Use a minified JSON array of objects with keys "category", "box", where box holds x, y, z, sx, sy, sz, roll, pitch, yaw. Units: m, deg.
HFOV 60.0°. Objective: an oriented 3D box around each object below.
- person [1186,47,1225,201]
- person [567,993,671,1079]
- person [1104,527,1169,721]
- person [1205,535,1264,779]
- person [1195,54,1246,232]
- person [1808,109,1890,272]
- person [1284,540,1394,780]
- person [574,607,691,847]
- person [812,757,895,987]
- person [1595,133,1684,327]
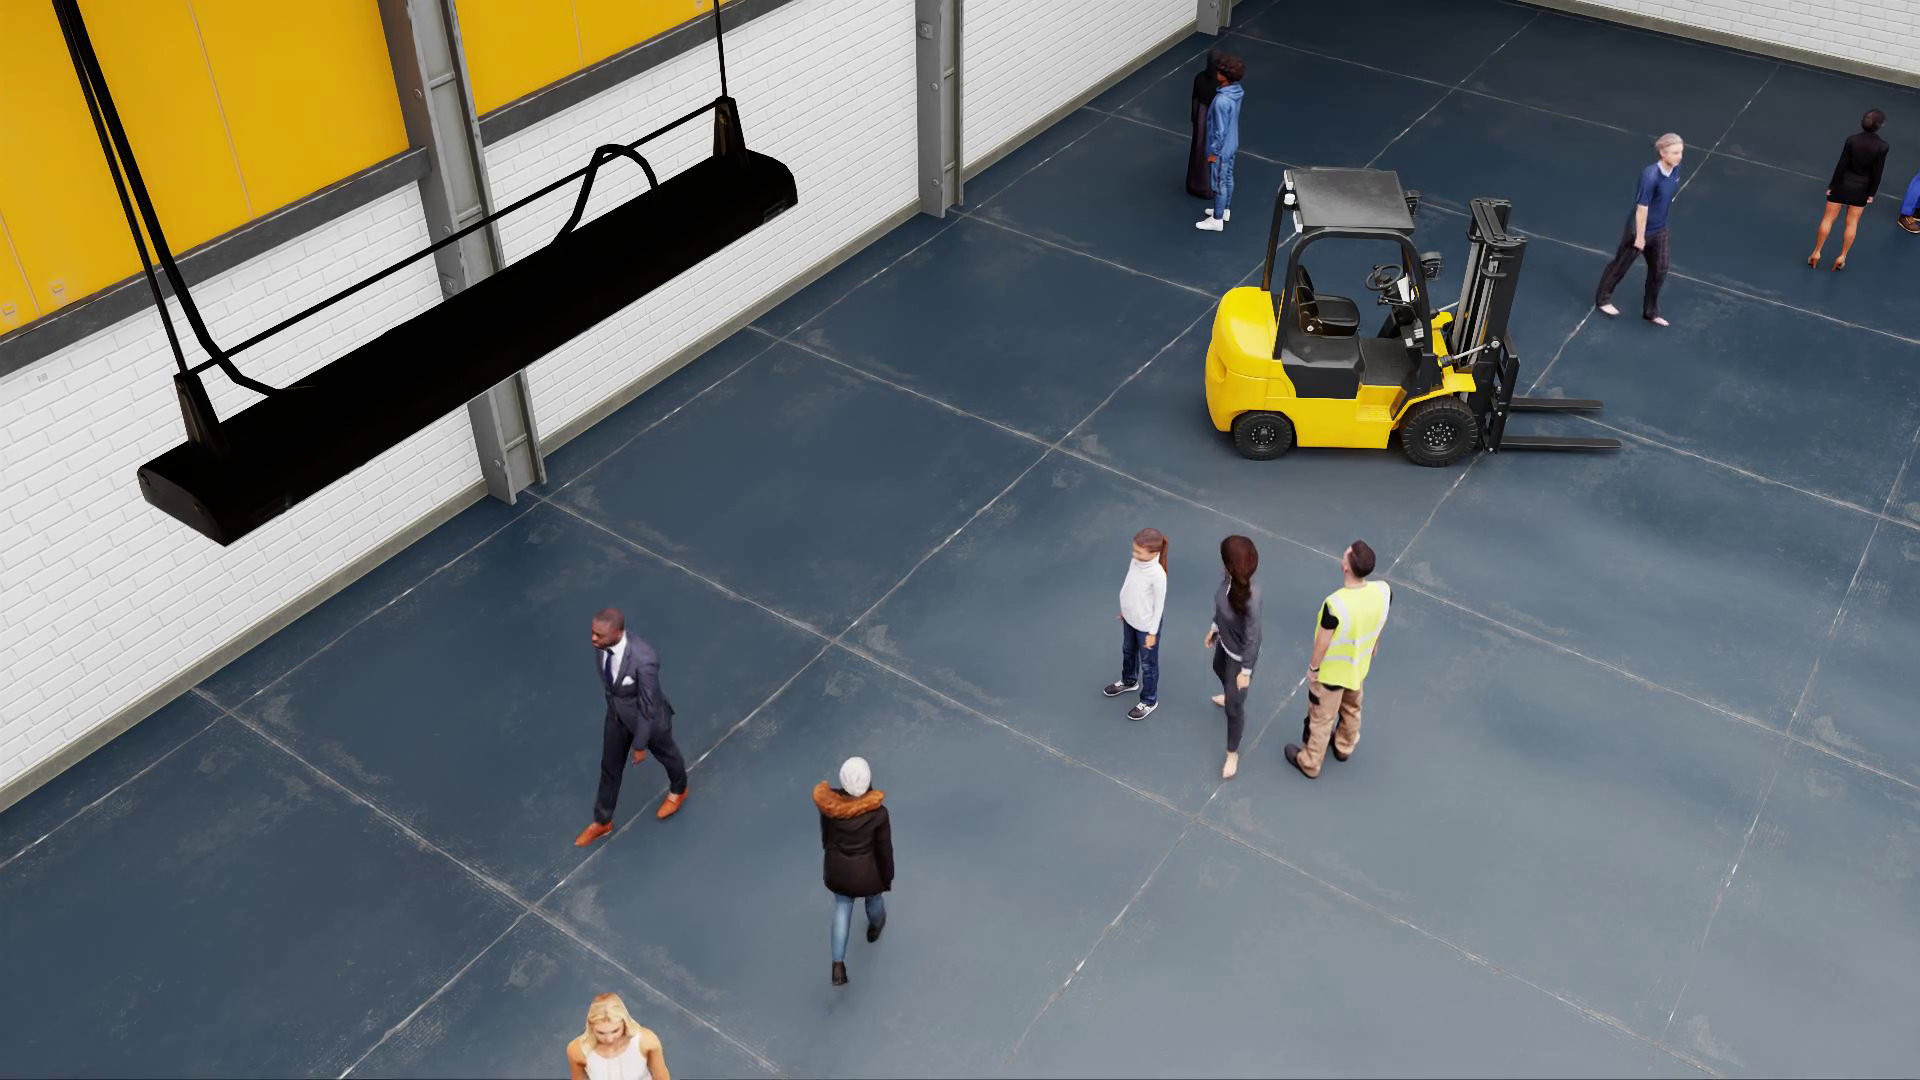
[{"category":"person","box":[2.599,-4.343,17.259,0.628,1.611,0.627,17,42,20]},{"category":"person","box":[-1.637,2.738,8.272,1.170,1.761,1.227,-7,39,-9]},{"category":"person","box":[1.242,0.522,11.209,0.636,1.558,0.615,-20,43,-23]},{"category":"person","box":[1.831,0.718,10.806,0.989,1.754,0.949,-17,42,-20]},{"category":"person","box":[2.628,-3.983,16.649,0.765,1.809,0.543,17,42,20]},{"category":"person","box":[8.572,-3.361,16.006,0.612,1.640,0.633,17,42,20]},{"category":"person","box":[2.443,0.772,10.669,0.803,1.841,0.892,-18,42,-21]},{"category":"person","box":[-1.935,1.058,10.350,0.690,1.792,1.040,22,44,26]},{"category":"person","box":[-0.622,1.894,9.446,0.859,1.615,1.067,8,39,10]},{"category":"person","box":[6.207,-2.885,15.248,1.003,1.841,0.960,-21,43,-24]}]
